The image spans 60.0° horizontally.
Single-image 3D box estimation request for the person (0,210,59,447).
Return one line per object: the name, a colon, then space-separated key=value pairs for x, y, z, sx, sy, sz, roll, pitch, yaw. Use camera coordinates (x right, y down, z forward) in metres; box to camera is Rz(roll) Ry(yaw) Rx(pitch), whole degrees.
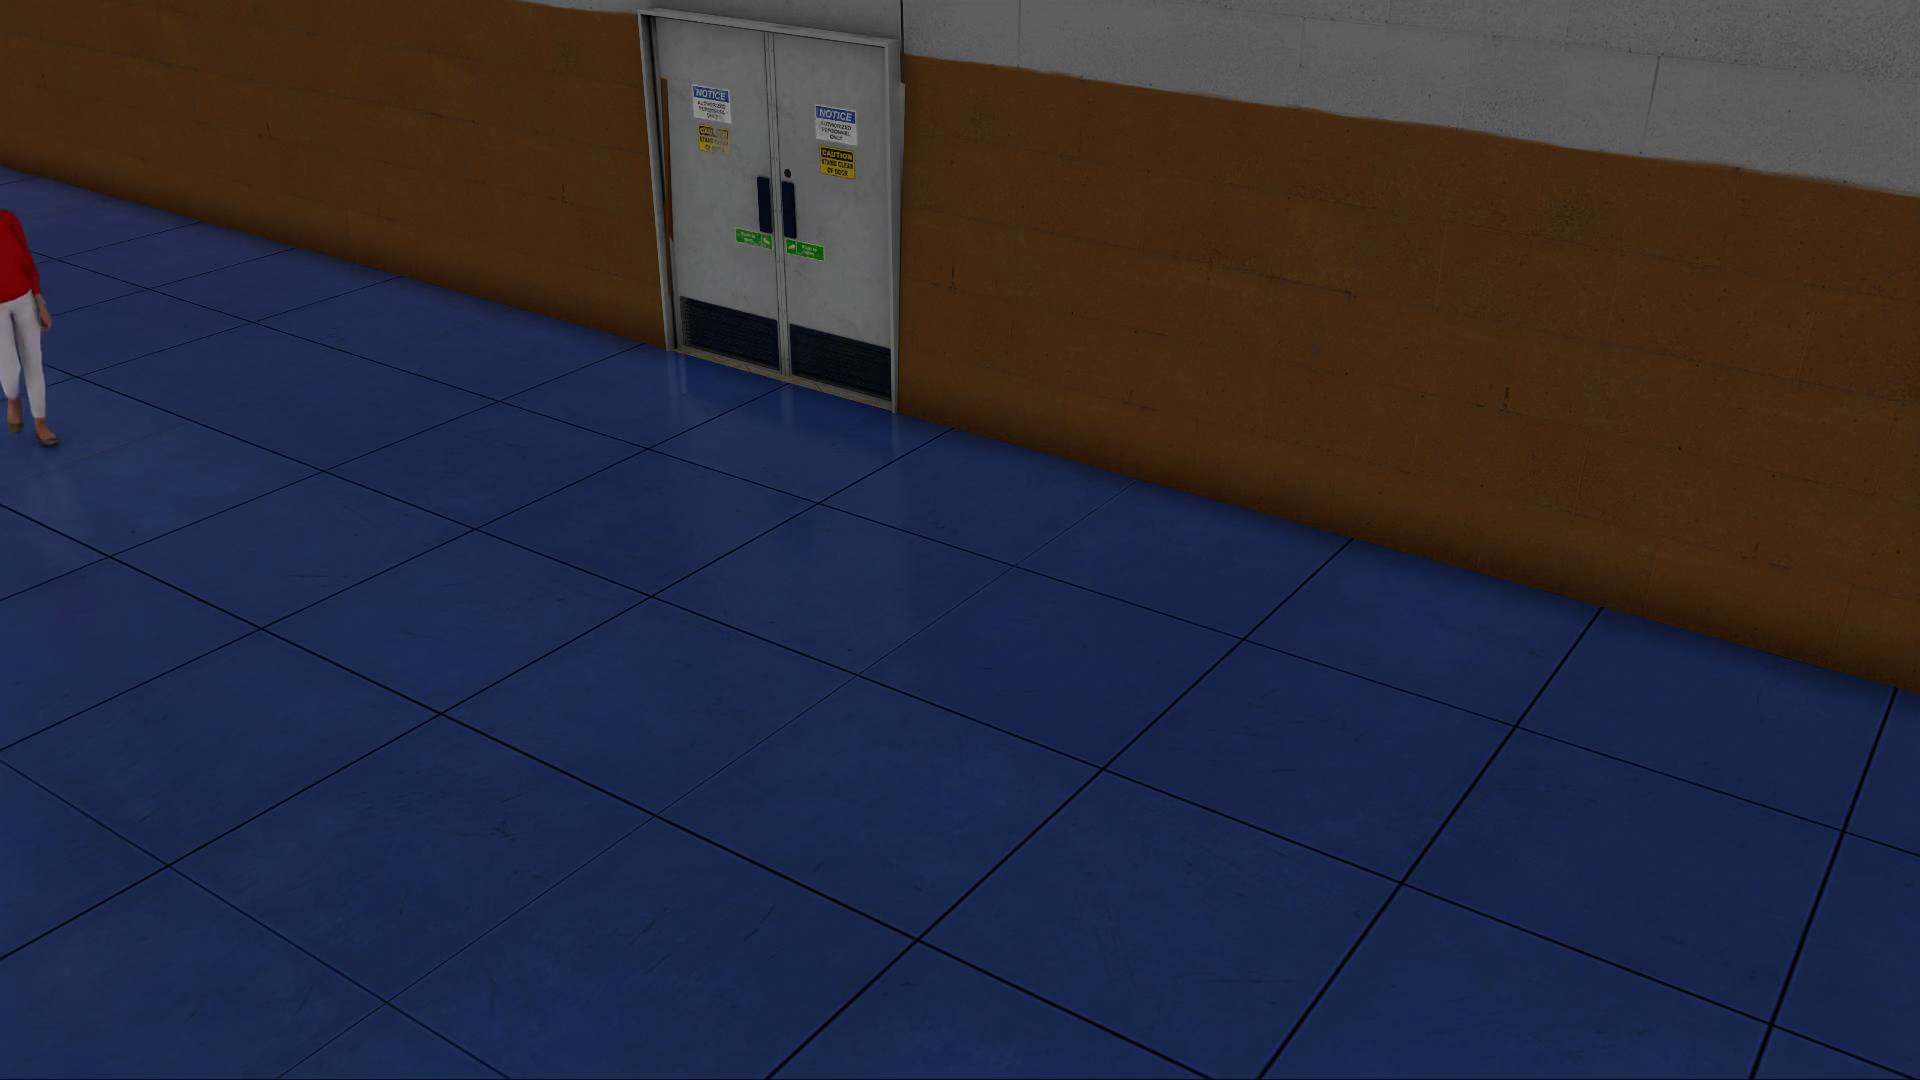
person: x=-5.674 y=-1.391 z=9.888 sx=0.653 sy=1.684 sz=0.685 roll=-22 pitch=34 yaw=-37
